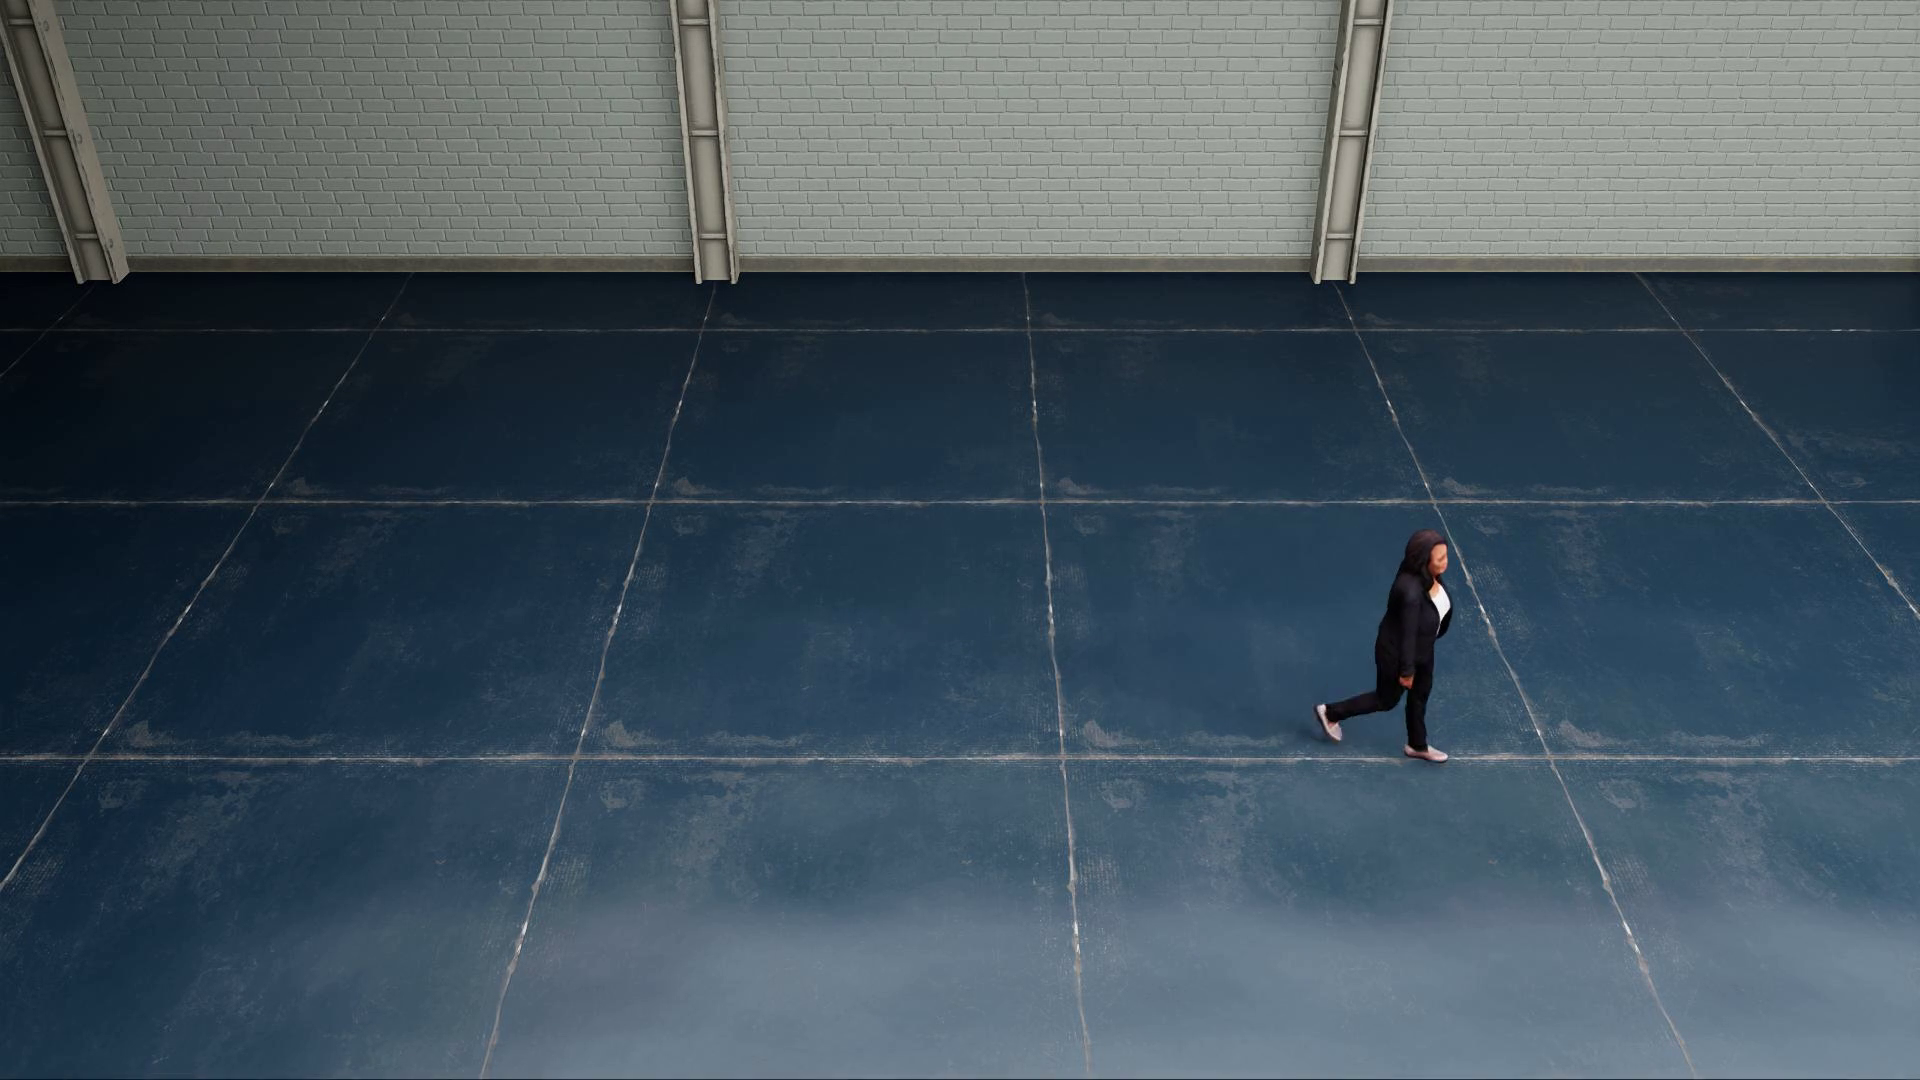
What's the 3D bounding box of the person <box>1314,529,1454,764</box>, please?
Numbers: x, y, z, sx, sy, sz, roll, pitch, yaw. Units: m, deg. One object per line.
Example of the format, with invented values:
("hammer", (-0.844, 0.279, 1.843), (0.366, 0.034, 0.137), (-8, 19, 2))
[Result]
("person", (2.554, 0.640, 9.846), (1.158, 1.590, 0.944), (14, 36, 21))
